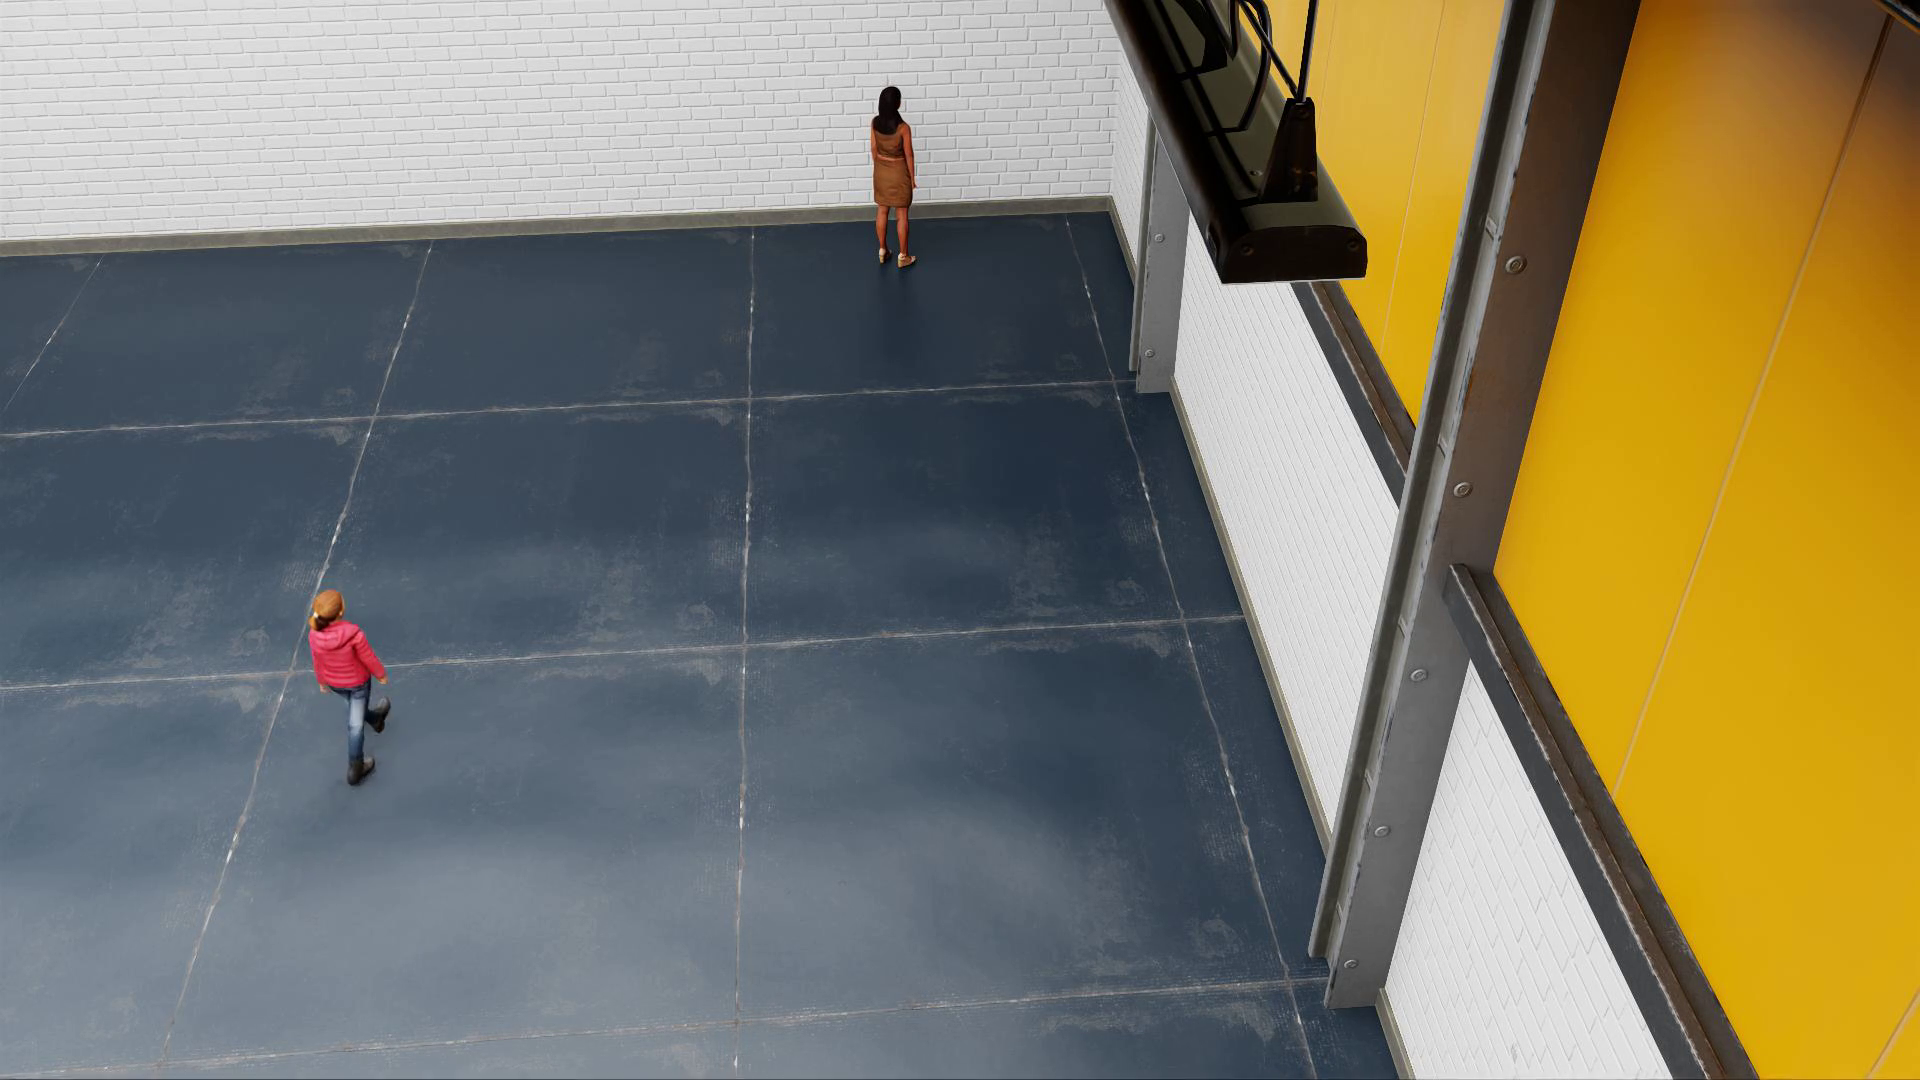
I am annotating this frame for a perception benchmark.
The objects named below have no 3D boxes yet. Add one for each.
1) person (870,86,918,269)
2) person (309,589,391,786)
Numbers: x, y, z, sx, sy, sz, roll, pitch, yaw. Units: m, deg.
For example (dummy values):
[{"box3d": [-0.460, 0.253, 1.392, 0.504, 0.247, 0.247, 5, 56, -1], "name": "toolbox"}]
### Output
[{"box3d": [-0.601, -3.229, 14.808, 0.649, 1.684, 0.669, 18, 42, 21], "name": "person"}, {"box3d": [-3.692, 0.900, 9.958, 0.701, 1.285, 0.952, 8, 39, 10], "name": "person"}]
